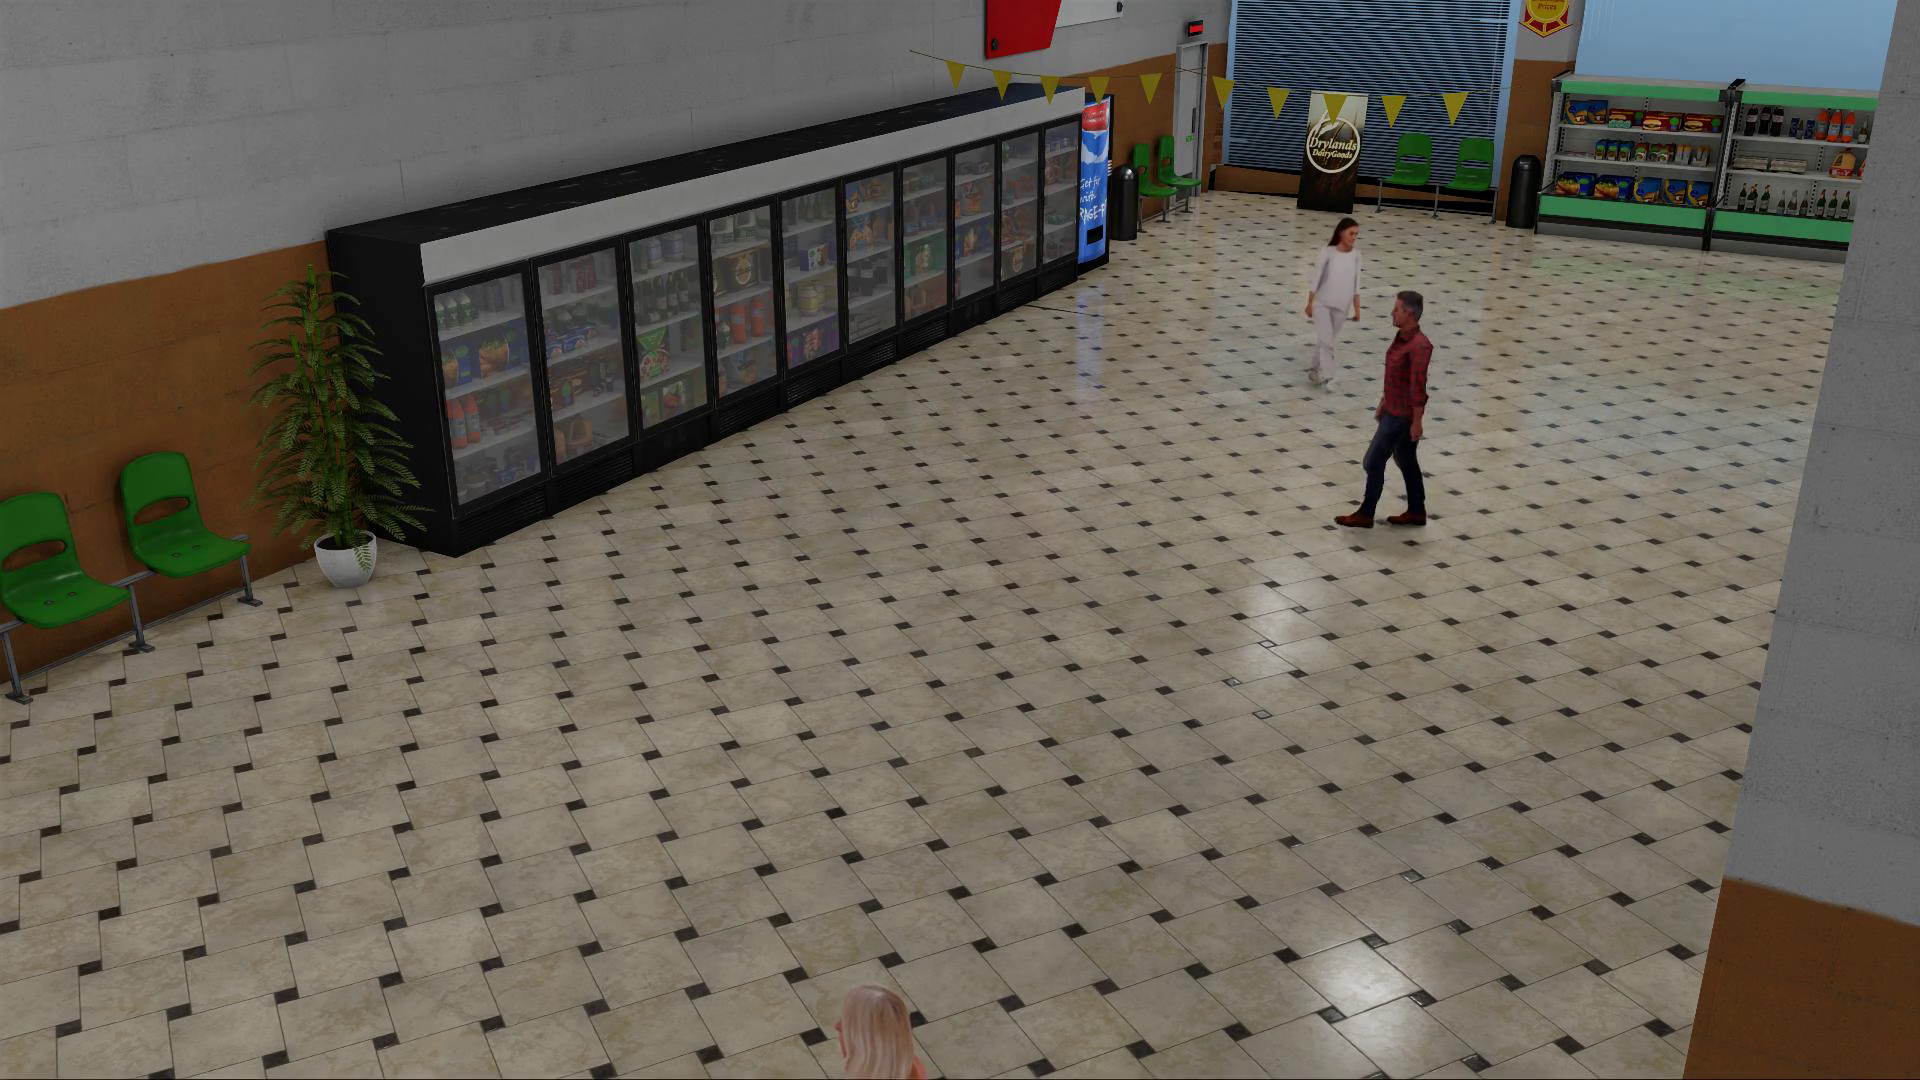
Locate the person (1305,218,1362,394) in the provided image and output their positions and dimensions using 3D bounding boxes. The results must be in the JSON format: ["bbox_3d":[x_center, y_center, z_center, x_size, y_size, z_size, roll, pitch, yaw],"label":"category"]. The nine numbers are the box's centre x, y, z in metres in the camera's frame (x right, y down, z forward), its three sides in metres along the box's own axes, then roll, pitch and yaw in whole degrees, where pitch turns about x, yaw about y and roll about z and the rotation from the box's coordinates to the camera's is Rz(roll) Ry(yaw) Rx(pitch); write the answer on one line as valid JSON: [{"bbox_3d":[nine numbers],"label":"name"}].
[{"bbox_3d":[3.469,-2.239,15.775,0.956,1.650,1.034,-5,23,-13],"label":"person"}]

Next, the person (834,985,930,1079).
[{"bbox_3d":[-0.213,2.061,4.973,0.613,1.724,0.654,5,22,12],"label":"person"}]

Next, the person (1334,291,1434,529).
[{"bbox_3d":[3.373,-0.931,12.312,1.080,1.804,0.946,2,22,5],"label":"person"}]
